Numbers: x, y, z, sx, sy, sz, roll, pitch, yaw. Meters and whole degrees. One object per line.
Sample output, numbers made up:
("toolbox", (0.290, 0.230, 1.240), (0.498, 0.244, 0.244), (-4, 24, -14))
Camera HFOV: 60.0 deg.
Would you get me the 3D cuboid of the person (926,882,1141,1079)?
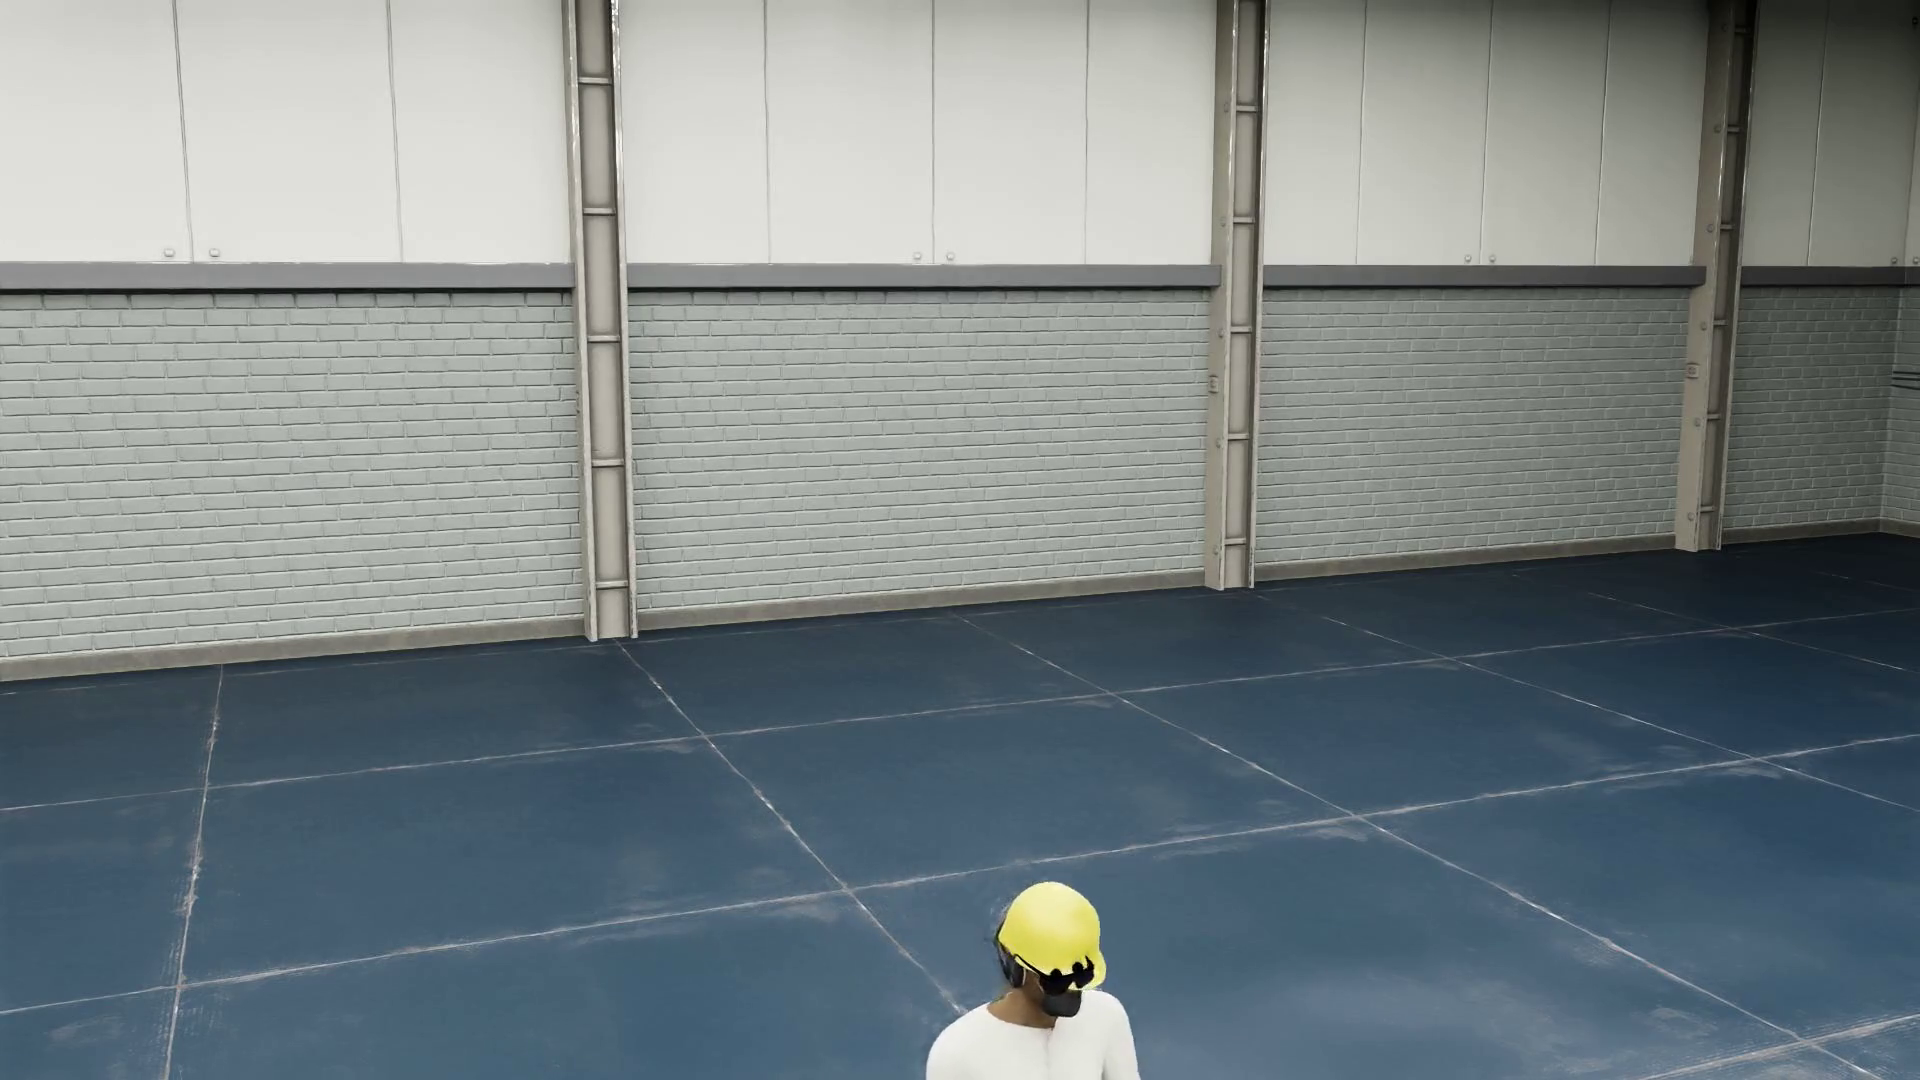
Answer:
("person", (0.198, 1.584, 3.775), (0.545, 1.702, 0.912), (-6, 11, -34))
